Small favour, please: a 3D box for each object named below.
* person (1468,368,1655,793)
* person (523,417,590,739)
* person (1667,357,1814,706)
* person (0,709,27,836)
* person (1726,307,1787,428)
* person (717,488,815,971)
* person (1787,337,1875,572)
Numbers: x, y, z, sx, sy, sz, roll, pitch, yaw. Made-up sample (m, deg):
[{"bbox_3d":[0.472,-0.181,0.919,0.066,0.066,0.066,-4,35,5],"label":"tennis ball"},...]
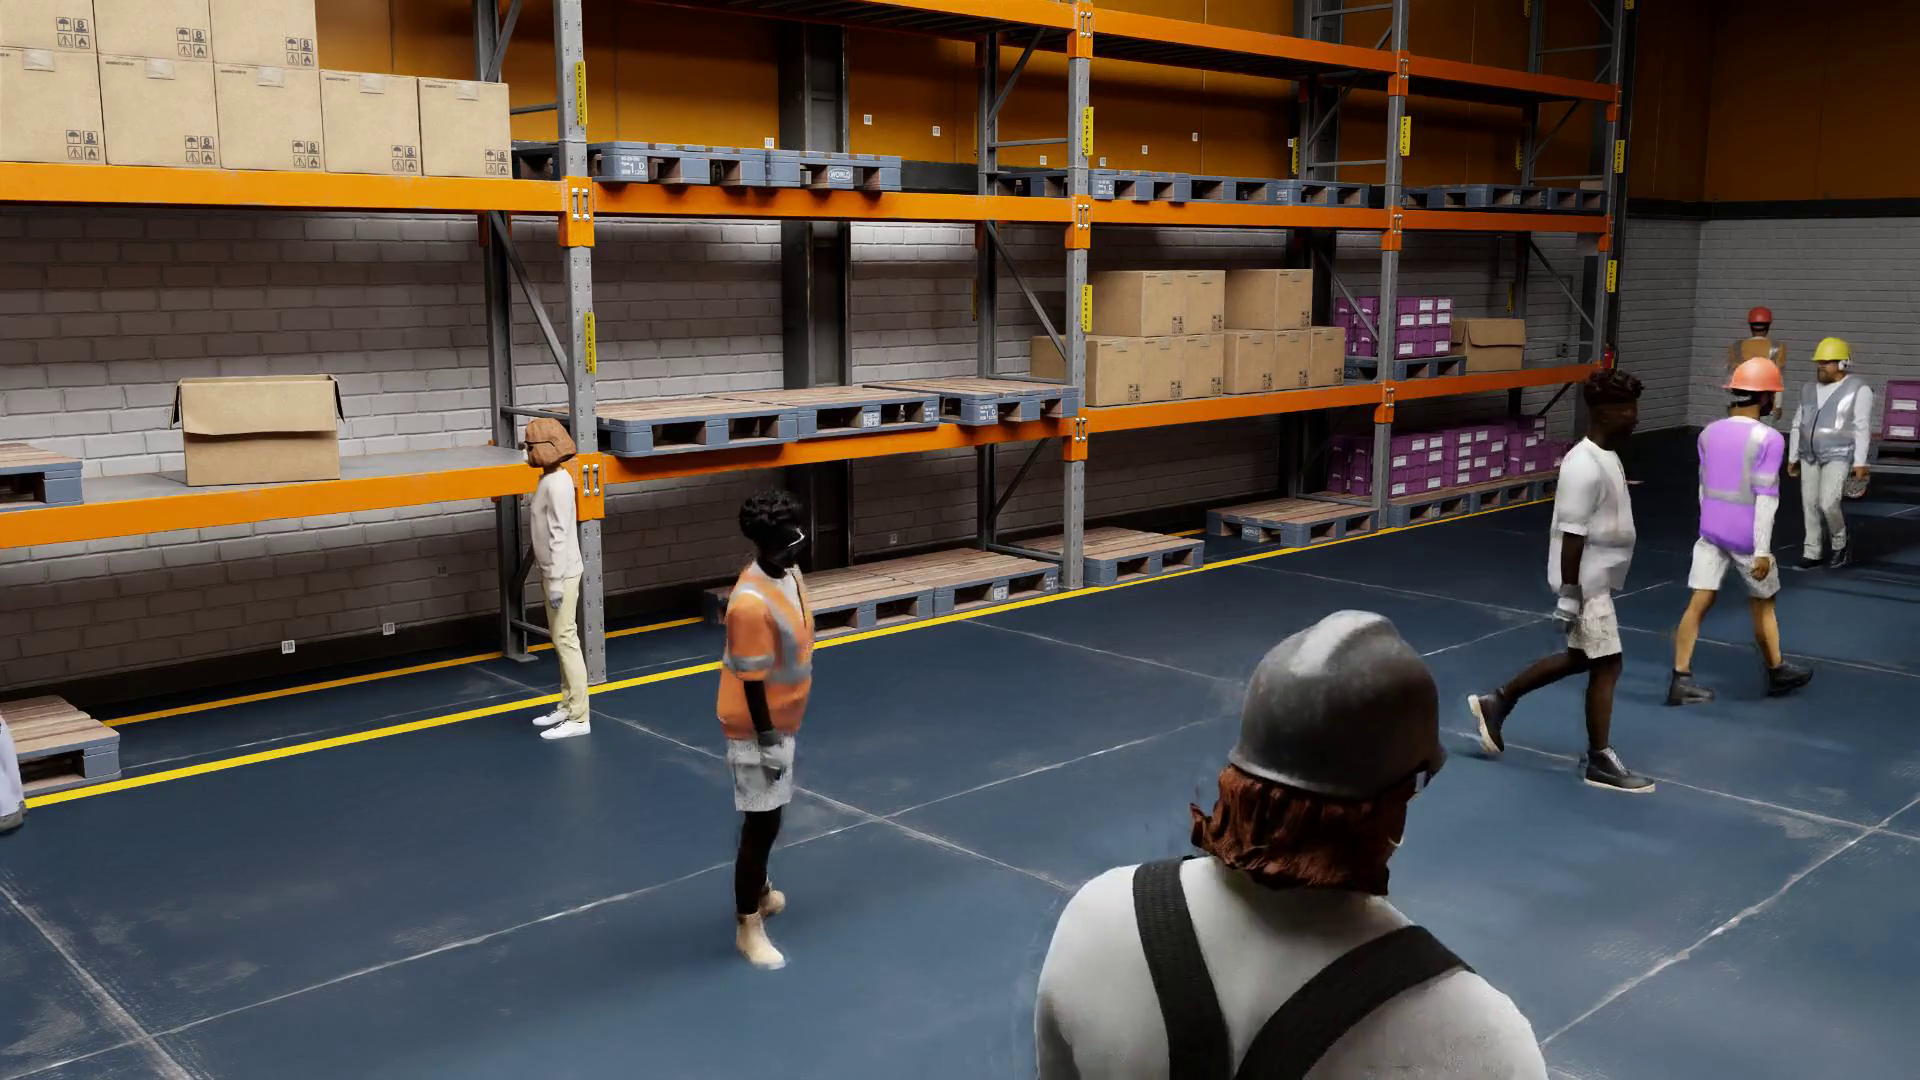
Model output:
[{"bbox_3d":[2.820,0.166,7.705,0.812,1.944,0.607,5,11,28],"label":"person"},{"bbox_3d":[-2.057,0.188,8.457,0.278,1.625,0.501,-3,10,-17],"label":"person"},{"bbox_3d":[4.272,-0.044,9.041,0.975,1.882,0.565,-4,11,-23],"label":"person"},{"bbox_3d":[-4.202,0.393,6.918,0.438,1.744,0.552,-5,11,-25],"label":"person"},{"bbox_3d":[8.257,-1.457,17.268,0.567,1.899,0.851,6,12,34],"label":"person"},{"bbox_3d":[-0.662,0.622,5.811,0.330,1.663,0.679,1,10,5],"label":"person"},{"bbox_3d":[6.635,-0.643,12.755,0.431,1.817,0.615,-5,11,-27],"label":"person"}]
